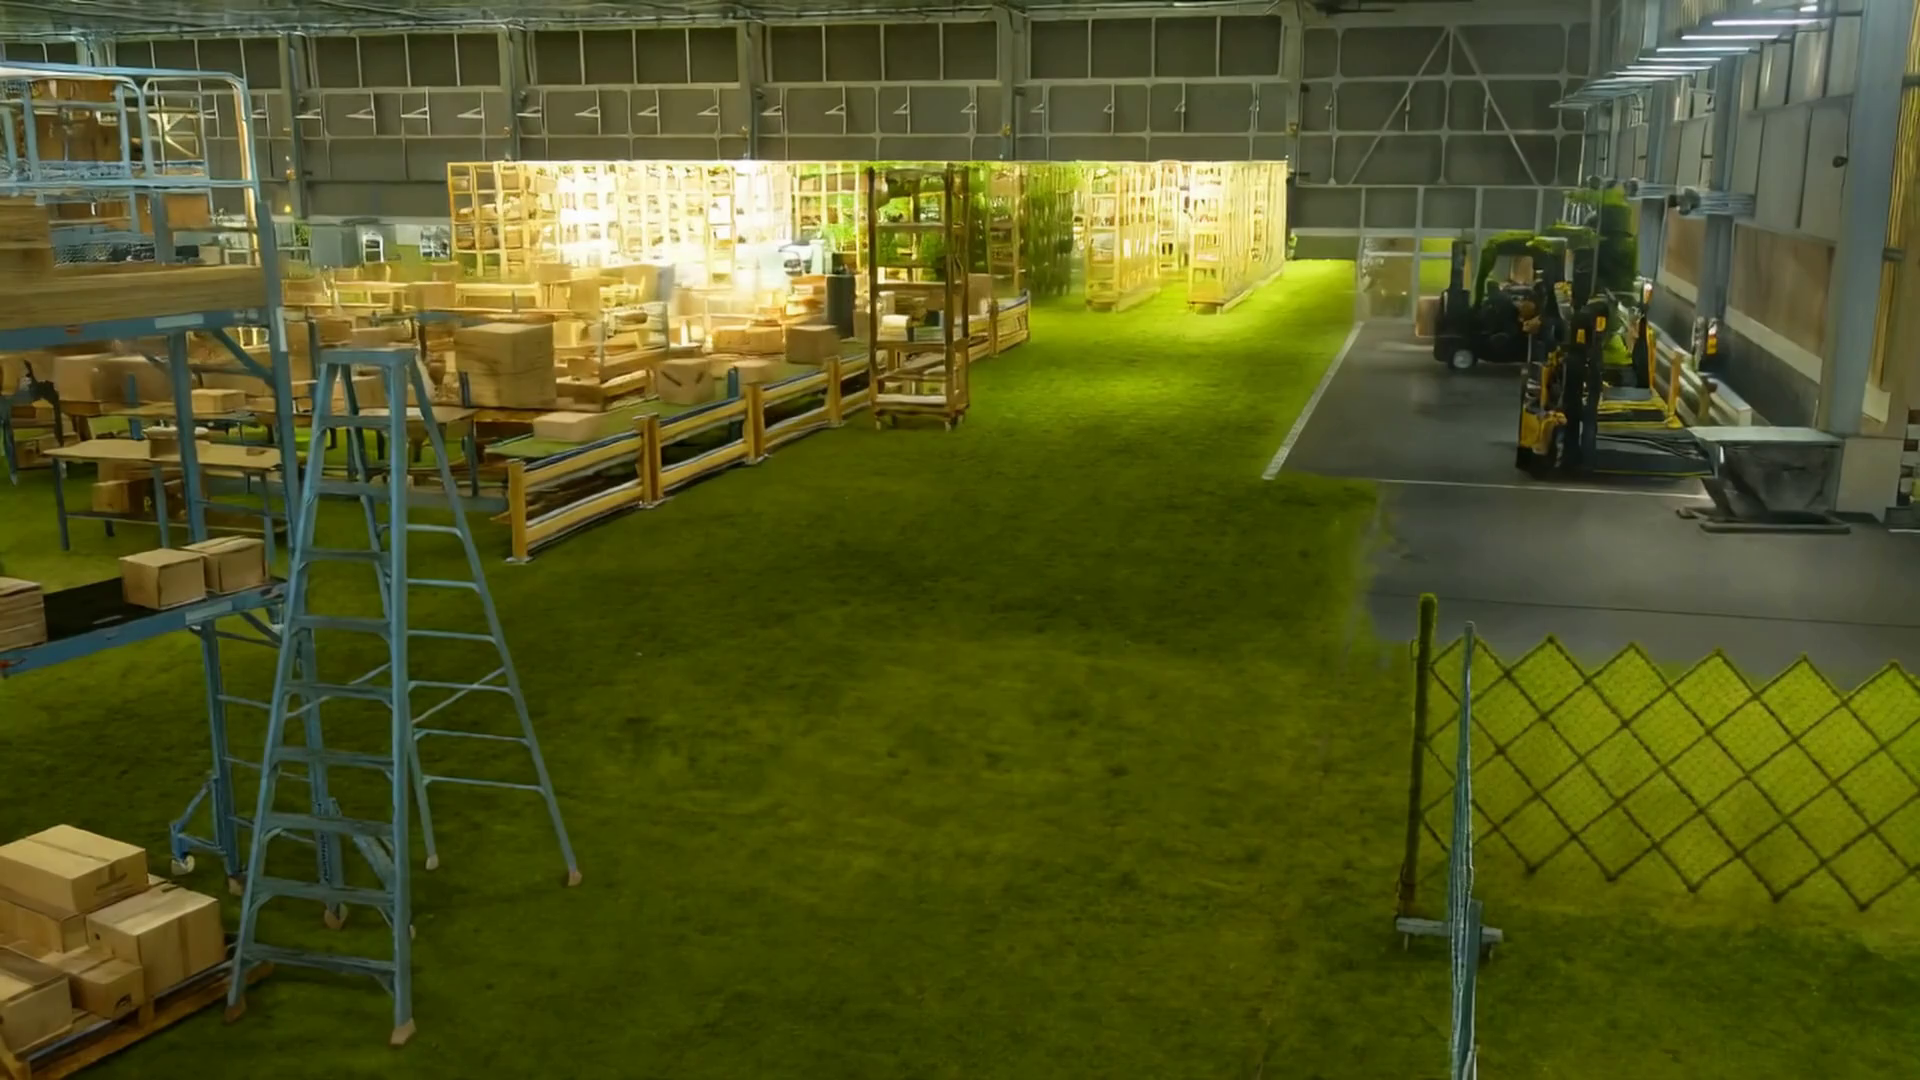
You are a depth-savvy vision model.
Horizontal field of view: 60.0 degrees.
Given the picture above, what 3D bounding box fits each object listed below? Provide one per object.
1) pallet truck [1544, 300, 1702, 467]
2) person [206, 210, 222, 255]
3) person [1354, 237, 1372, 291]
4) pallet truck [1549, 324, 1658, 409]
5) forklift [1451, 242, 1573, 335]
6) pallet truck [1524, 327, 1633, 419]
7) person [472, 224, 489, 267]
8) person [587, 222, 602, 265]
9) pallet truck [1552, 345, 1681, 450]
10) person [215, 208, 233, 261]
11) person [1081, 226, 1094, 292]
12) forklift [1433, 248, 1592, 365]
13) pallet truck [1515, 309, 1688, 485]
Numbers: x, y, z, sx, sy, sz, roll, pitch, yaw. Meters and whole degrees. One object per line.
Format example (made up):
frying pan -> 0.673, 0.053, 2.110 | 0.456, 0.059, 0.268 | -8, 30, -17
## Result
pallet truck -> 8.263, -1.952, 20.631 | 1.885, 1.965, 0.823 | 5, 14, 20
person -> -28.669, -11.749, 63.566 | 0.789, 1.715, 0.482 | 4, 14, 18
person -> 9.797, -6.443, 40.414 | 0.403, 1.823, 0.586 | 11, 17, 41
pallet truck -> 9.824, -2.669, 25.407 | 1.601, 1.201, 0.680 | 4, 14, 16
forklift -> 10.464, -4.597, 31.405 | 2.680, 1.987, 1.157 | 4, 14, 16
pallet truck -> 9.065, -2.460, 24.370 | 1.522, 1.261, 0.704 | 3, 13, 14
person -> -14.601, -8.901, 50.848 | 0.651, 1.906, 0.403 | 10, 17, 38
person -> -11.409, -9.163, 51.907 | 1.016, 1.947, 0.633 | -1, 13, -5
pallet truck -> 8.641, -1.896, 21.908 | 1.630, 1.274, 0.653 | 4, 14, 16
person -> -26.461, -10.985, 59.868 | 0.626, 1.911, 0.962 | -4, 14, -16
person -> 3.567, -7.819, 46.307 | 0.373, 1.843, 0.571 | 1, 13, 3
forklift -> 9.780, -4.111, 29.280 | 2.680, 1.987, 1.157 | 3, 13, 14
pallet truck -> 7.554, -1.677, 19.446 | 1.885, 1.965, 0.823 | 3, 13, 14
